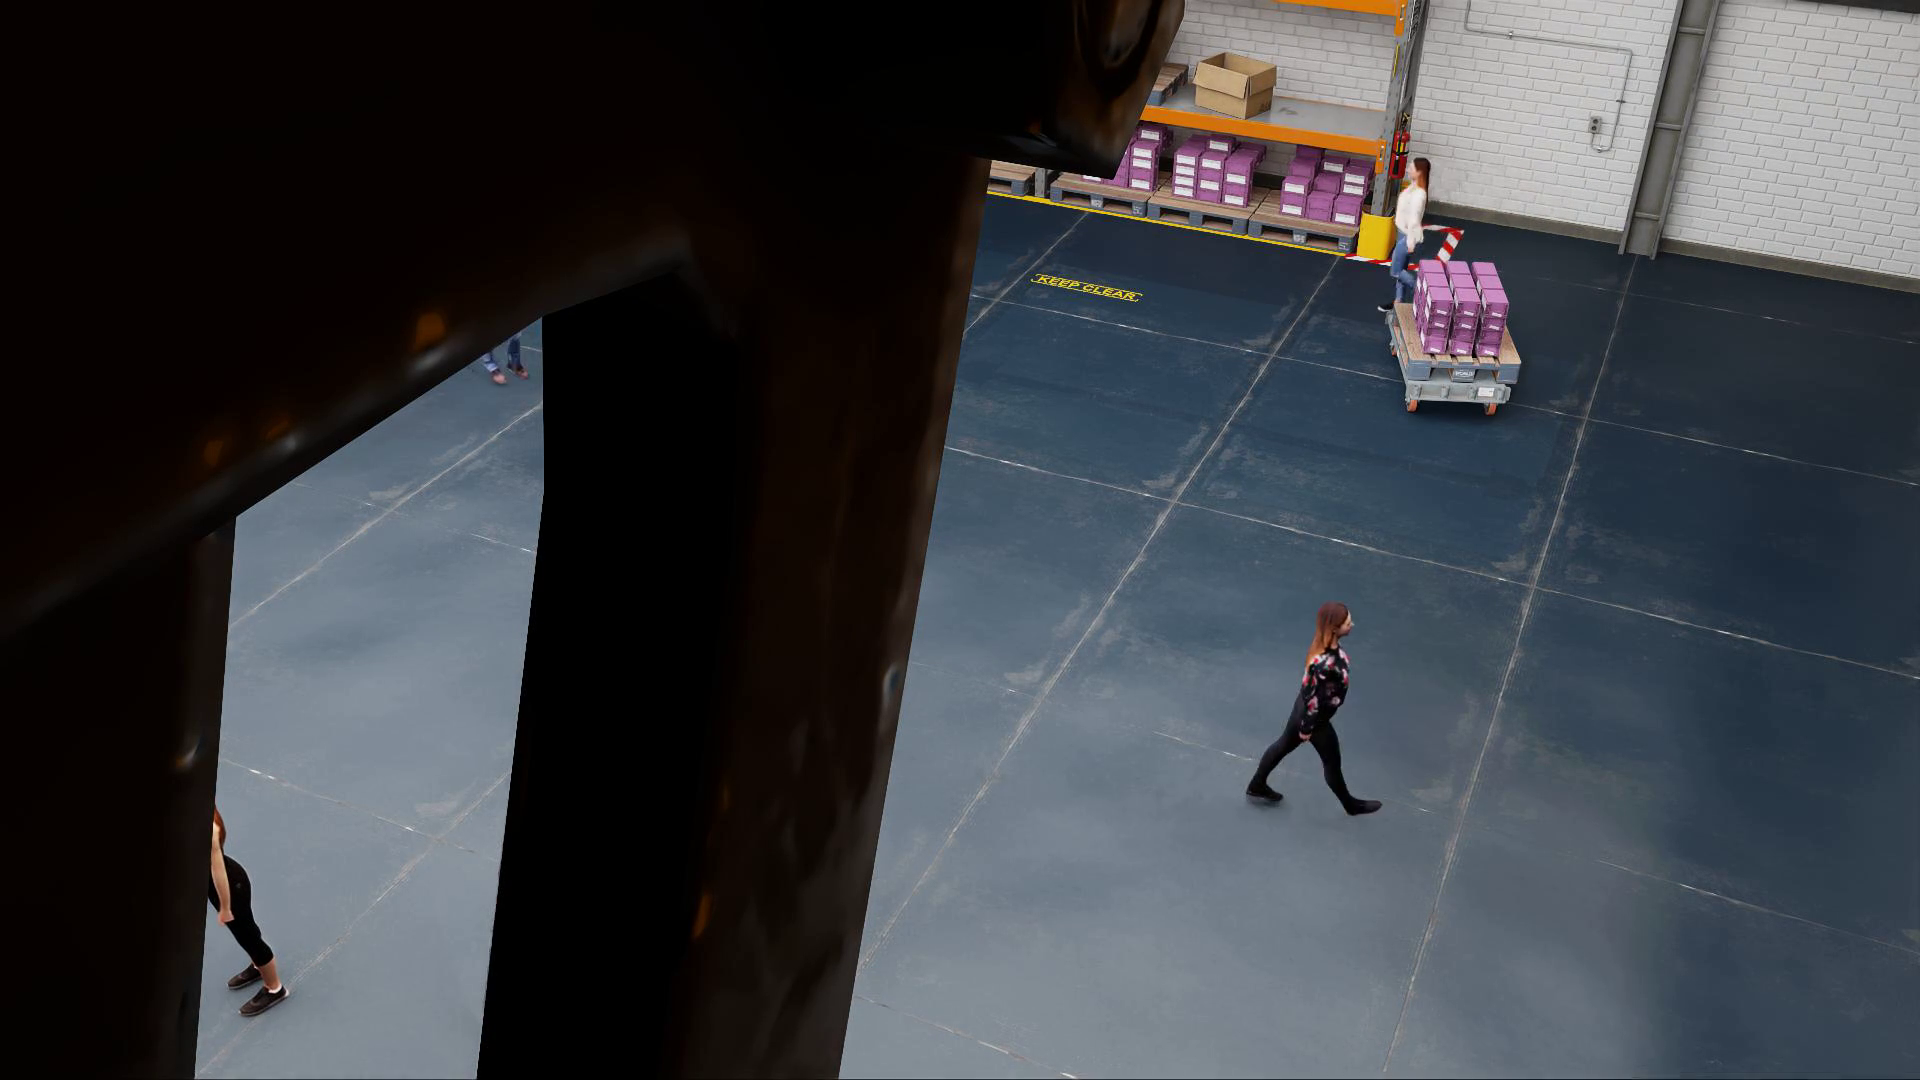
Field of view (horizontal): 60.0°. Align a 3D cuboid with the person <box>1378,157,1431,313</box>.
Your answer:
[{"bbox_3d":[4.611,-3.048,16.833,0.781,1.681,0.683,8,35,12],"label":"person"}]

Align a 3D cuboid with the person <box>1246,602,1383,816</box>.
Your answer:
[{"bbox_3d":[2.184,1.099,10.636,1.151,1.636,0.763,6,34,10],"label":"person"}]

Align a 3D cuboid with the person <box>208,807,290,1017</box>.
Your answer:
[{"bbox_3d":[-4.102,1.934,9.300,0.689,1.724,0.578,-26,41,-33],"label":"person"}]
